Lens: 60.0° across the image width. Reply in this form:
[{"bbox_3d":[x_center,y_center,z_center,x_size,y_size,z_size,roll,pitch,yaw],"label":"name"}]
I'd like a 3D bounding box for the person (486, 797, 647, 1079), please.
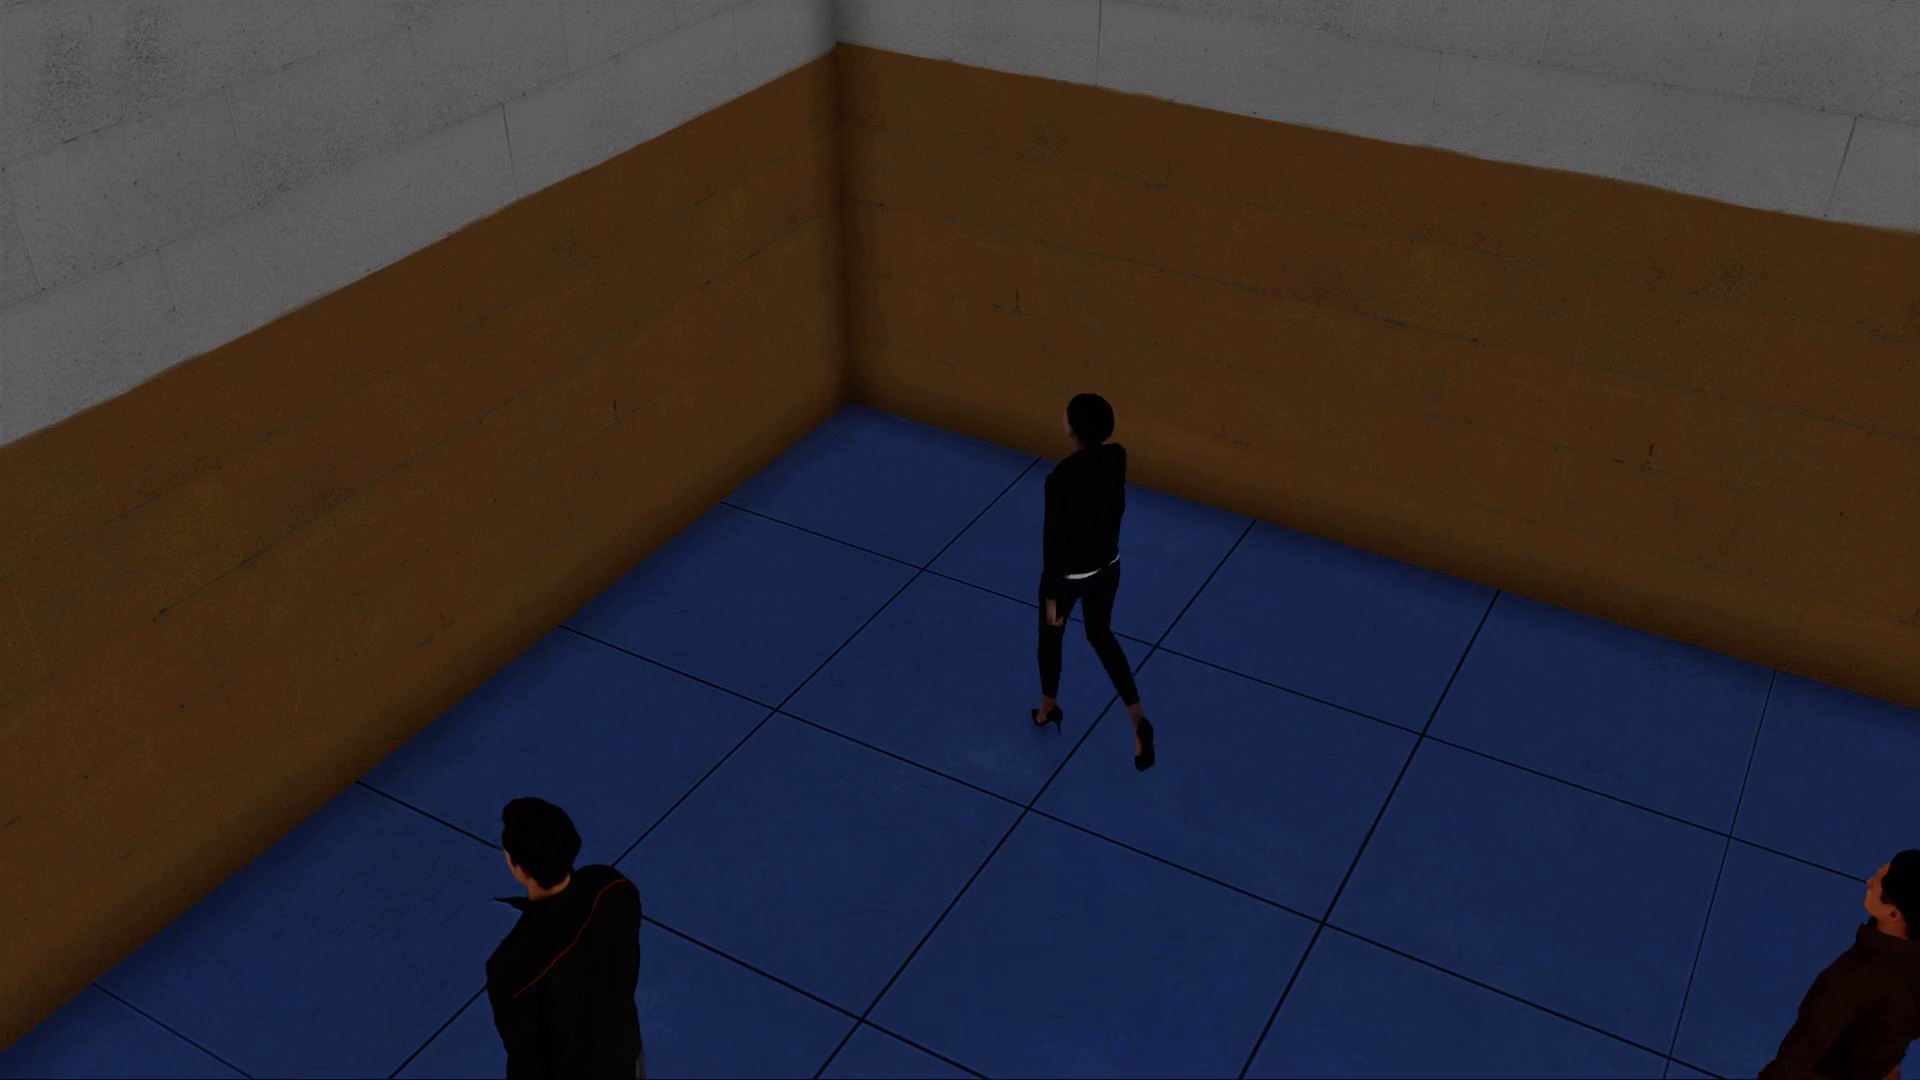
[{"bbox_3d":[-1.114,1.519,4.915,0.764,1.946,0.532,15,37,22],"label":"person"}]

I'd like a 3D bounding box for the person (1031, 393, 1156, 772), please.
[{"bbox_3d":[0.571,0.223,6.984,1.069,1.813,0.980,-20,39,-27],"label":"person"}]
